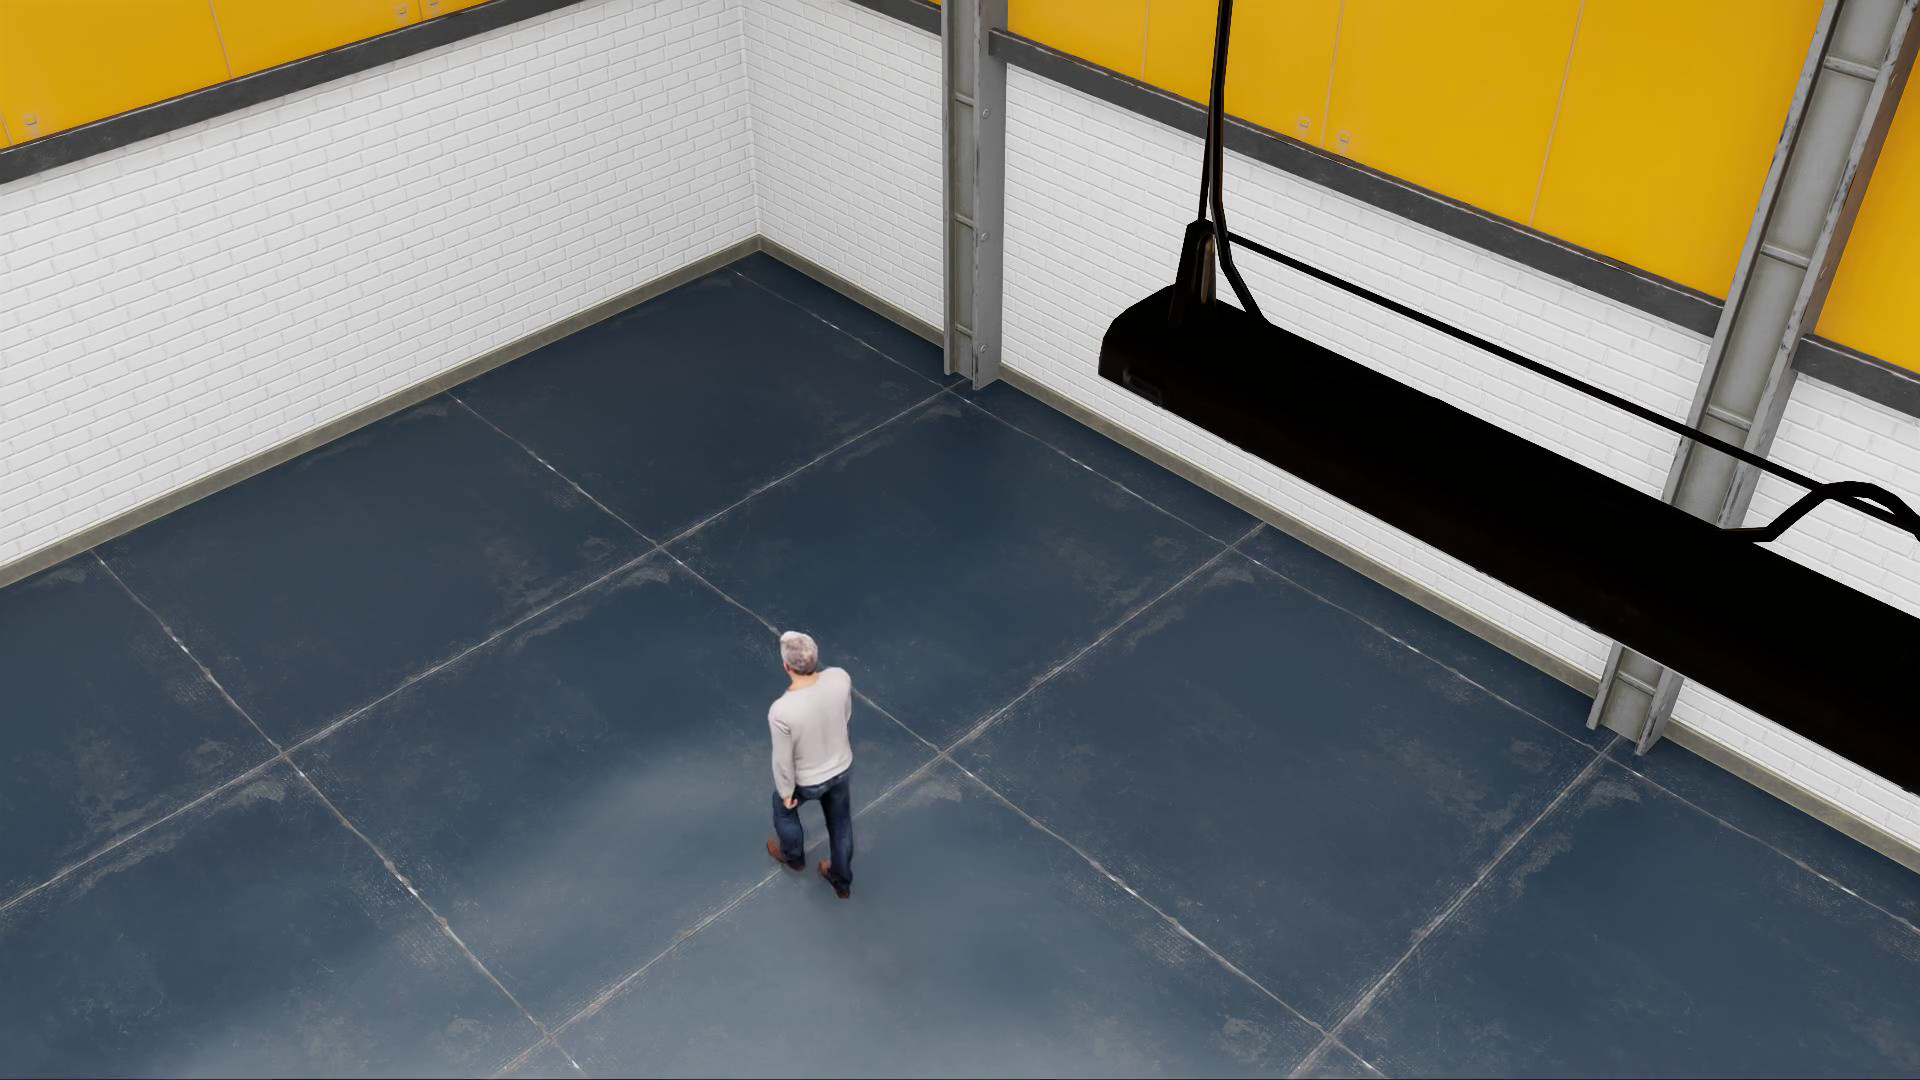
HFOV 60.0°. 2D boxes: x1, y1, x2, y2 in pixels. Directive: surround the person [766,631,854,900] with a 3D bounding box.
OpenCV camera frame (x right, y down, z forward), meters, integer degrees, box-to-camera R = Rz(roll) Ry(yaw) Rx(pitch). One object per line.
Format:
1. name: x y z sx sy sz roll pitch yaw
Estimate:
1. person: -0.754 1.318 9.254 0.819 1.886 0.930 -23 44 -26
